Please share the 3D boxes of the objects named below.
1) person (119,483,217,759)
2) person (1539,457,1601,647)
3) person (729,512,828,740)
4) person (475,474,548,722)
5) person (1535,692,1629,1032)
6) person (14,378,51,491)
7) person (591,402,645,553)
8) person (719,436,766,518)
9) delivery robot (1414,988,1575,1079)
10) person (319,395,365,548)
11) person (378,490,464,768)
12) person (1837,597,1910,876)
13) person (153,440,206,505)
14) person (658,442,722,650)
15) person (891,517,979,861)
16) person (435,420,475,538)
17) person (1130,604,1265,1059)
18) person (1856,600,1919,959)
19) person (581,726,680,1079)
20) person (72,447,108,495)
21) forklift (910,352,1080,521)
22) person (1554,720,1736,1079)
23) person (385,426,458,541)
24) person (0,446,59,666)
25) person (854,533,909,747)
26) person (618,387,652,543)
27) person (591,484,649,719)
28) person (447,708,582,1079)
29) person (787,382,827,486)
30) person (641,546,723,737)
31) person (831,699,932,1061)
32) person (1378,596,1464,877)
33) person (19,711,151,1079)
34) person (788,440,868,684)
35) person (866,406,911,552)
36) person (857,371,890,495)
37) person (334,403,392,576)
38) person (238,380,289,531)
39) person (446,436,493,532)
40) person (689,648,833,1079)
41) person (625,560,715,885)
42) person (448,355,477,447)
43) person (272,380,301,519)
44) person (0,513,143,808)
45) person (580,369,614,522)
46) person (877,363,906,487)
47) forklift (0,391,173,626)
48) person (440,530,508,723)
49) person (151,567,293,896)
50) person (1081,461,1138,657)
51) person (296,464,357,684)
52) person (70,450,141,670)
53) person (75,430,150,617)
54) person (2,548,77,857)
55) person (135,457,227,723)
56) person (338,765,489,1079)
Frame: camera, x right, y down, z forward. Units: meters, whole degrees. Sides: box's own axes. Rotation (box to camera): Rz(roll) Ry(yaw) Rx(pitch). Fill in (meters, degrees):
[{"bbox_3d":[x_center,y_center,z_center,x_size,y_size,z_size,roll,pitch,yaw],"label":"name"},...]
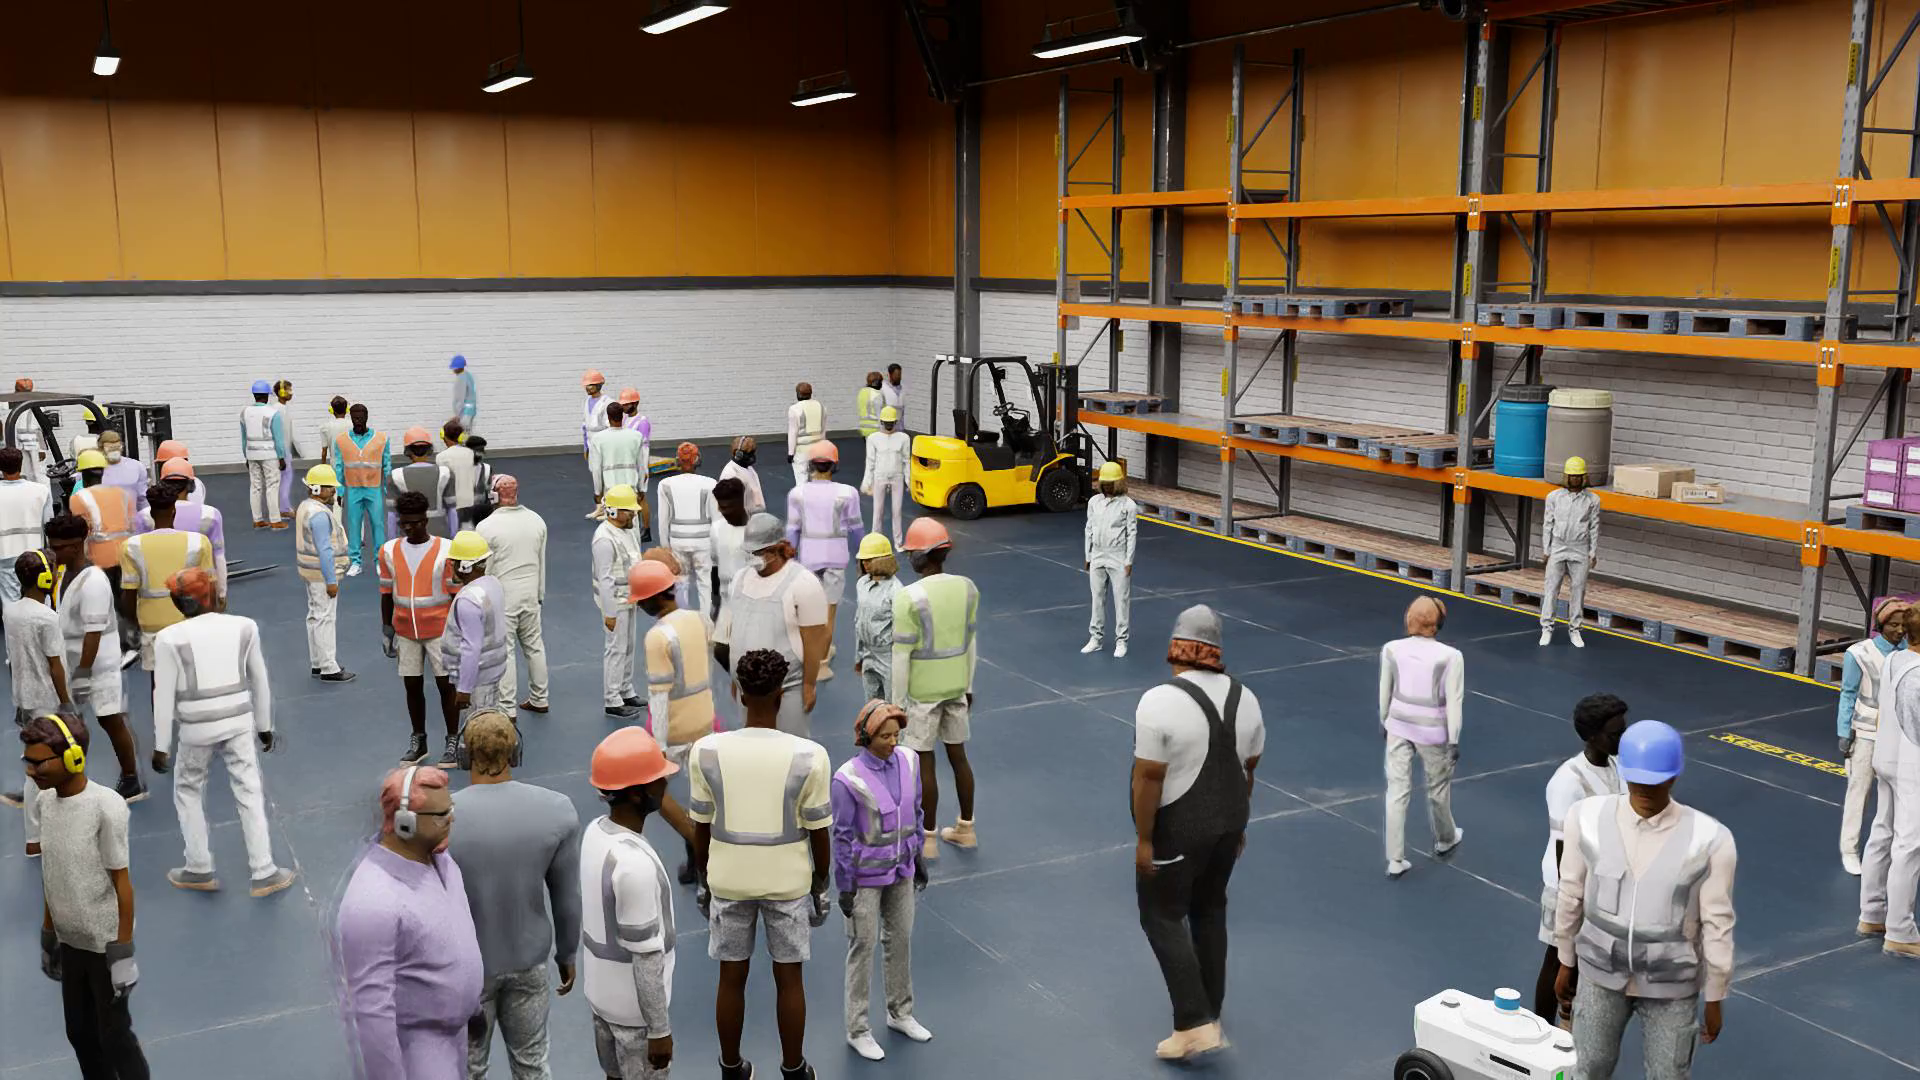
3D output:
[{"bbox_3d":[-5.587,0.570,11.798,0.613,1.962,0.362,-5,11,-25],"label":"person"},{"bbox_3d":[5.533,0.109,15.088,0.483,1.745,0.299,3,10,14],"label":"person"},{"bbox_3d":[-1.163,0.819,10.150,0.687,2.000,0.535,6,12,33],"label":"person"},{"bbox_3d":[-3.460,0.440,12.767,0.397,1.898,0.635,7,12,34],"label":"person"},{"bbox_3d":[2.740,1.488,7.286,0.534,1.696,0.321,-9,13,-41],"label":"person"},{"bbox_3d":[-12.542,-1.241,22.467,0.584,1.879,0.339,6,12,31],"label":"person"},{"bbox_3d":[-3.813,-0.587,18.606,0.591,1.916,0.393,-4,11,-23],"label":"person"},{"bbox_3d":[-2.079,-0.085,15.969,0.429,1.833,0.637,1,10,9],"label":"person"},{"bbox_3d":[2.240,2.089,6.840,0.477,0.478,0.707,-9,13,-40],"label":"delivery robot"},{"bbox_3d":[-7.429,-0.812,20.071,0.509,1.860,0.334,-3,10,-19],"label":"person"},{"bbox_3d":[-3.736,0.620,11.561,0.609,1.953,0.388,1,10,4],"label":"person"},{"bbox_3d":[5.299,1.127,9.555,0.524,1.631,0.318,0,10,0],"label":"person"},{"bbox_3d":[-6.896,0.075,14.750,0.387,1.931,0.543,1,10,3],"label":"person"},{"bbox_3d":[-2.413,0.060,14.962,0.573,1.887,0.355,0,10,3],"label":"person"},{"bbox_3d":[-0.168,0.876,9.878,0.618,2.030,0.446,-8,13,-39],"label":"person"},{"bbox_3d":[-5.214,-0.323,17.280,0.367,1.847,0.651,5,11,27],"label":"person"},{"bbox_3d":[1.087,1.276,7.516,0.731,2.000,0.725,-6,12,-33],"label":"person"},{"bbox_3d":[4.854,1.206,8.485,0.342,1.846,0.508,0,10,1],"label":"person"},{"bbox_3d":[-1.143,1.607,5.898,0.354,1.942,0.545,-6,11,-30],"label":"person"},{"bbox_3d":[-7.762,0.087,14.928,0.389,1.844,0.567,-5,11,-26],"label":"person"},{"bbox_3d":[0.460,-1.461,22.833,2.313,2.155,1.214,-5,11,-28],"label":"forklift"},{"bbox_3d":[2.481,1.584,6.085,0.615,1.933,0.430,6,12,33],"label":"person"},{"bbox_3d":[-4.830,-0.012,14.966,0.614,2.034,0.412,-4,11,-21],"label":"person"},{"bbox_3d":[-8.098,0.153,14.332,0.593,1.920,0.391,-6,11,-30],"label":"person"},{"bbox_3d":[-0.534,0.804,11.129,0.356,1.735,0.485,-8,13,-39],"label":"person"},{"bbox_3d":[-4.024,-0.918,20.486,0.388,1.928,0.549,-8,13,-39],"label":"person"},{"bbox_3d":[-2.614,0.470,12.813,0.403,1.817,0.601,1,10,5],"label":"person"},{"bbox_3d":[-1.712,1.570,6.167,0.636,1.928,0.386,-6,11,-29],"label":"person"},{"bbox_3d":[-2.082,-1.204,22.368,0.429,1.841,0.634,9,13,43],"label":"person"},{"bbox_3d":[-1.985,0.829,11.388,0.843,1.580,0.526,0,10,2],"label":"person"},{"bbox_3d":[-0.363,1.498,7.422,0.319,1.631,0.524,9,13,43],"label":"person"},{"bbox_3d":[2.704,1.113,9.690,0.541,1.594,0.822,7,12,36],"label":"person"},{"bbox_3d":[-3.358,1.562,6.412,0.531,1.856,0.330,5,11,28],"label":"person"},{"bbox_3d":[-1.099,0.157,14.076,0.626,1.997,0.983,3,10,15],"label":"person"},{"bbox_3d":[-0.846,-0.717,19.788,0.533,1.765,0.330,-1,10,-7],"label":"person"},{"bbox_3d":[-1.259,-1.565,24.484,0.523,1.834,0.639,-5,11,-29],"label":"person"},{"bbox_3d":[-6.604,-0.560,18.440,0.600,1.917,0.376,-2,10,-13],"label":"person"},{"bbox_3d":[-8.940,-1.079,21.380,0.604,1.939,0.415,3,10,16],"label":"person"},{"bbox_3d":[-5.146,-0.270,17.504,0.625,1.654,0.524,7,12,35],"label":"person"},{"bbox_3d":[-0.825,1.416,6.966,0.599,1.958,0.379,0,10,2],"label":"person"},{"bbox_3d":[-1.576,1.032,9.339,0.472,1.893,0.662,5,11,26],"label":"person"},{"bbox_3d":[-8.067,-2.059,27.127,0.398,1.906,0.710,-1,10,-3],"label":"person"},{"bbox_3d":[-9.098,-1.226,22.430,0.337,1.867,0.536,-3,10,-16],"label":"person"},{"bbox_3d":[-5.680,0.802,10.538,0.620,1.930,0.848,10,14,44],"label":"person"},{"bbox_3d":[-4.822,-1.250,22.105,0.601,2.036,0.419,8,12,38],"label":"person"},{"bbox_3d":[-1.029,-1.745,25.326,0.462,1.896,0.655,7,12,36],"label":"person"},{"bbox_3d":[-9.026,-0.363,16.508,1.214,2.155,2.313,6,11,29],"label":"forklift"},{"bbox_3d":[-3.092,0.845,10.597,0.404,1.833,0.590,0,10,-1],"label":"person"},{"bbox_3d":[-4.170,1.068,9.262,0.662,1.851,0.629,-9,13,-43],"label":"person"},{"bbox_3d":[1.326,0.166,14.767,0.486,1.744,0.298,5,11,28],"label":"person"},{"bbox_3d":[-5.300,0.281,13.867,0.404,1.826,0.587,-6,12,-32],"label":"person"},{"bbox_3d":[-7.311,0.169,14.347,0.724,1.886,0.613,4,10,19],"label":"person"},{"bbox_3d":[-7.937,-0.080,15.666,0.380,1.929,0.636,9,13,42],"label":"person"},{"bbox_3d":[-5.376,0.976,9.781,0.513,1.860,0.325,6,12,33],"label":"person"},{"bbox_3d":[-5.944,0.378,12.726,0.619,2.029,0.410,-6,11,-29],"label":"person"},{"bbox_3d":[-1.799,1.676,5.635,0.425,1.892,0.658,0,10,-1],"label":"person"}]
